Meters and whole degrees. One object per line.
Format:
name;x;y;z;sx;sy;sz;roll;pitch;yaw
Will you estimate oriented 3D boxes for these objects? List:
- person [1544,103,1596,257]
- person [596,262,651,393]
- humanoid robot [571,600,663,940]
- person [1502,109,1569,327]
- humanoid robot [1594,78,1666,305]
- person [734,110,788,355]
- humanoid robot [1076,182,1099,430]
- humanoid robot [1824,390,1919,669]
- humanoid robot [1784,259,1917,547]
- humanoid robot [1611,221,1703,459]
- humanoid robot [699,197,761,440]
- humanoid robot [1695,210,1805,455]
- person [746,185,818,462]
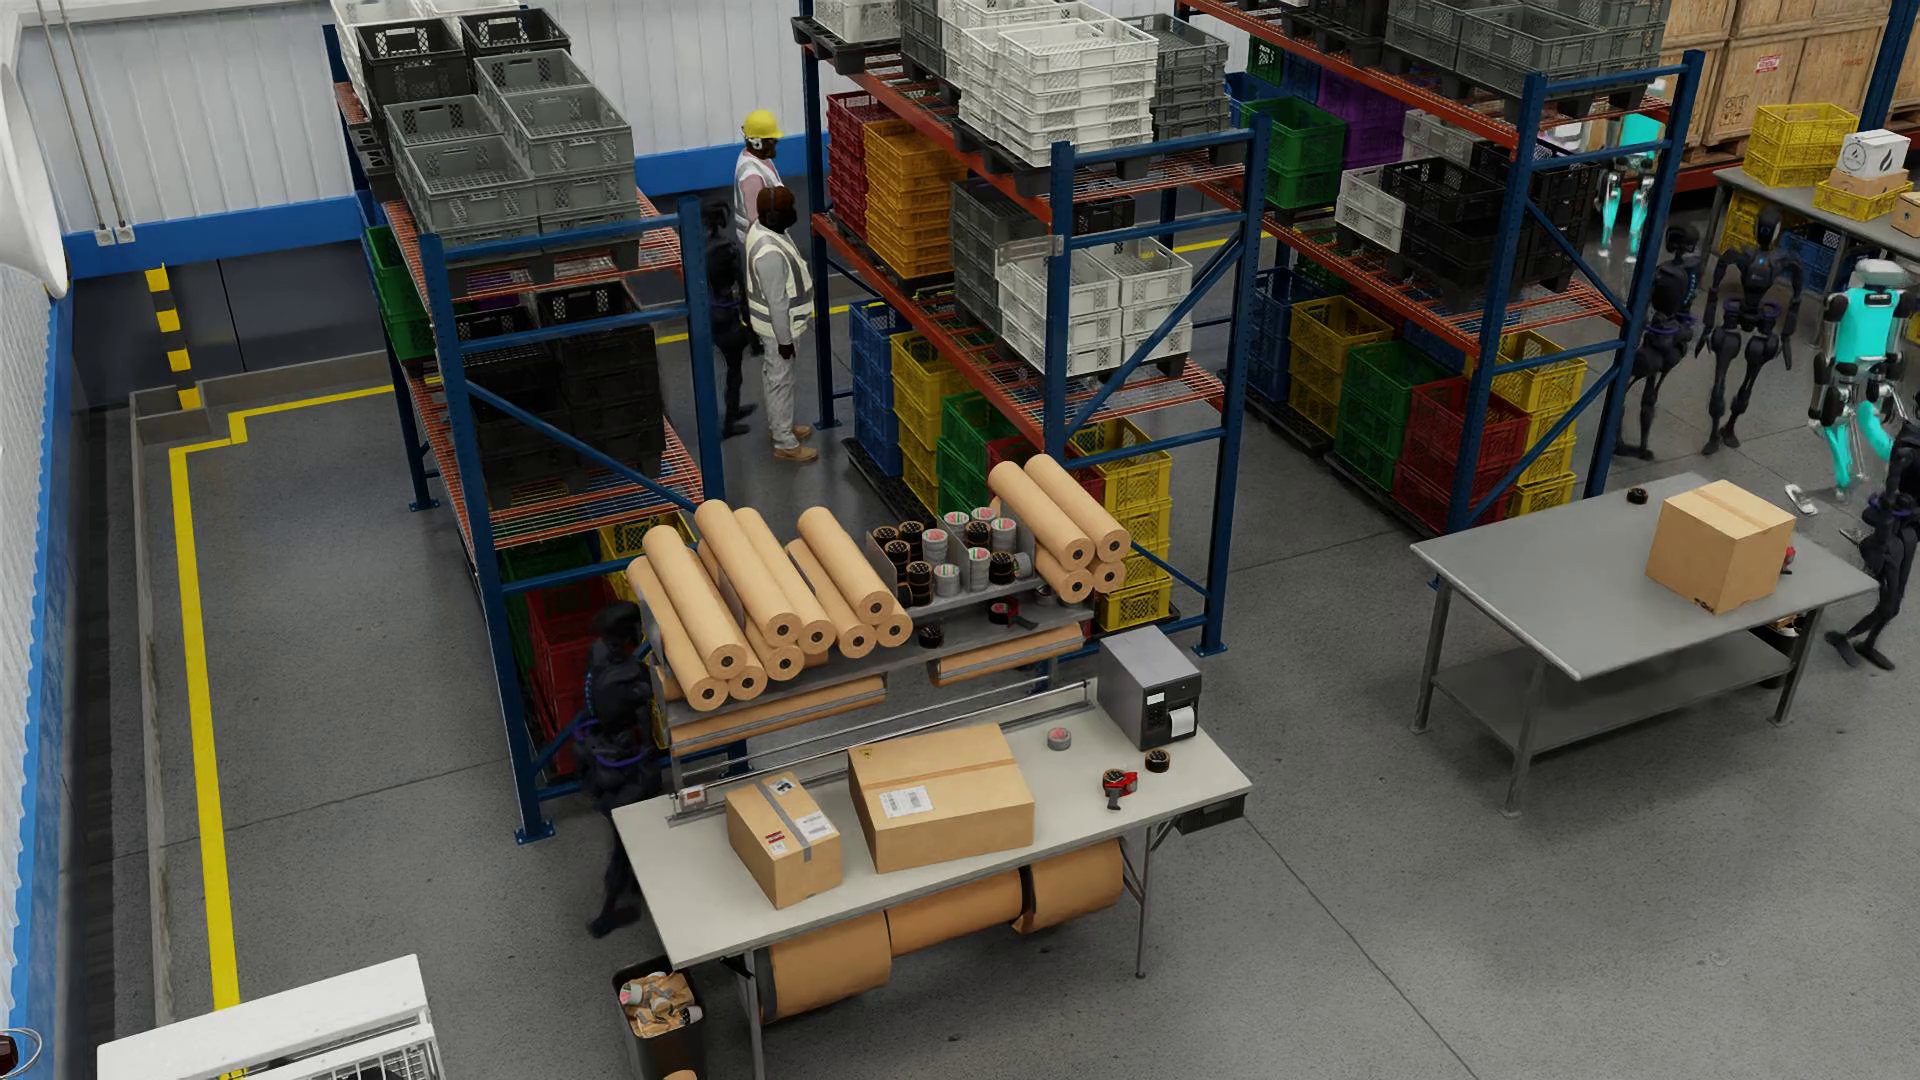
person;4.738;-3.015;13.328;0.574;1.883;0.362;-9;33;-14
person;-2.467;-1.606;11.030;1.027;1.908;0.690;13;34;20
humanoid robot;-1.436;0.963;7.070;0.542;1.633;0.585;-23;38;-33
person;4.058;-2.372;12.197;0.704;2.003;0.479;23;38;33
humanoid robot;5.131;-2.592;12.785;0.549;1.785;0.759;12;33;18
person;-1.427;-2.235;12.122;0.405;1.824;0.584;-2;32;-3
humanoid robot;0.796;-1.500;10.997;0.553;1.739;1.013;-14;34;-22
humanoid robot;4.956;-0.066;8.738;0.611;1.650;0.341;-22;38;-31
humanoid robot;5.318;-0.678;9.719;0.531;1.749;1.000;-4;32;-6
humanoid robot;4.483;-1.281;10.700;0.586;1.643;0.352;-19;36;-28
humanoid robot;-1.505;-1.492;11.047;0.514;1.647;0.598;-26;40;-35
humanoid robot;5.123;-1.332;10.798;0.603;1.643;0.518;16;35;24
person;-1.146;-1.401;10.746;0.429;1.843;0.627;-5;32;-9
